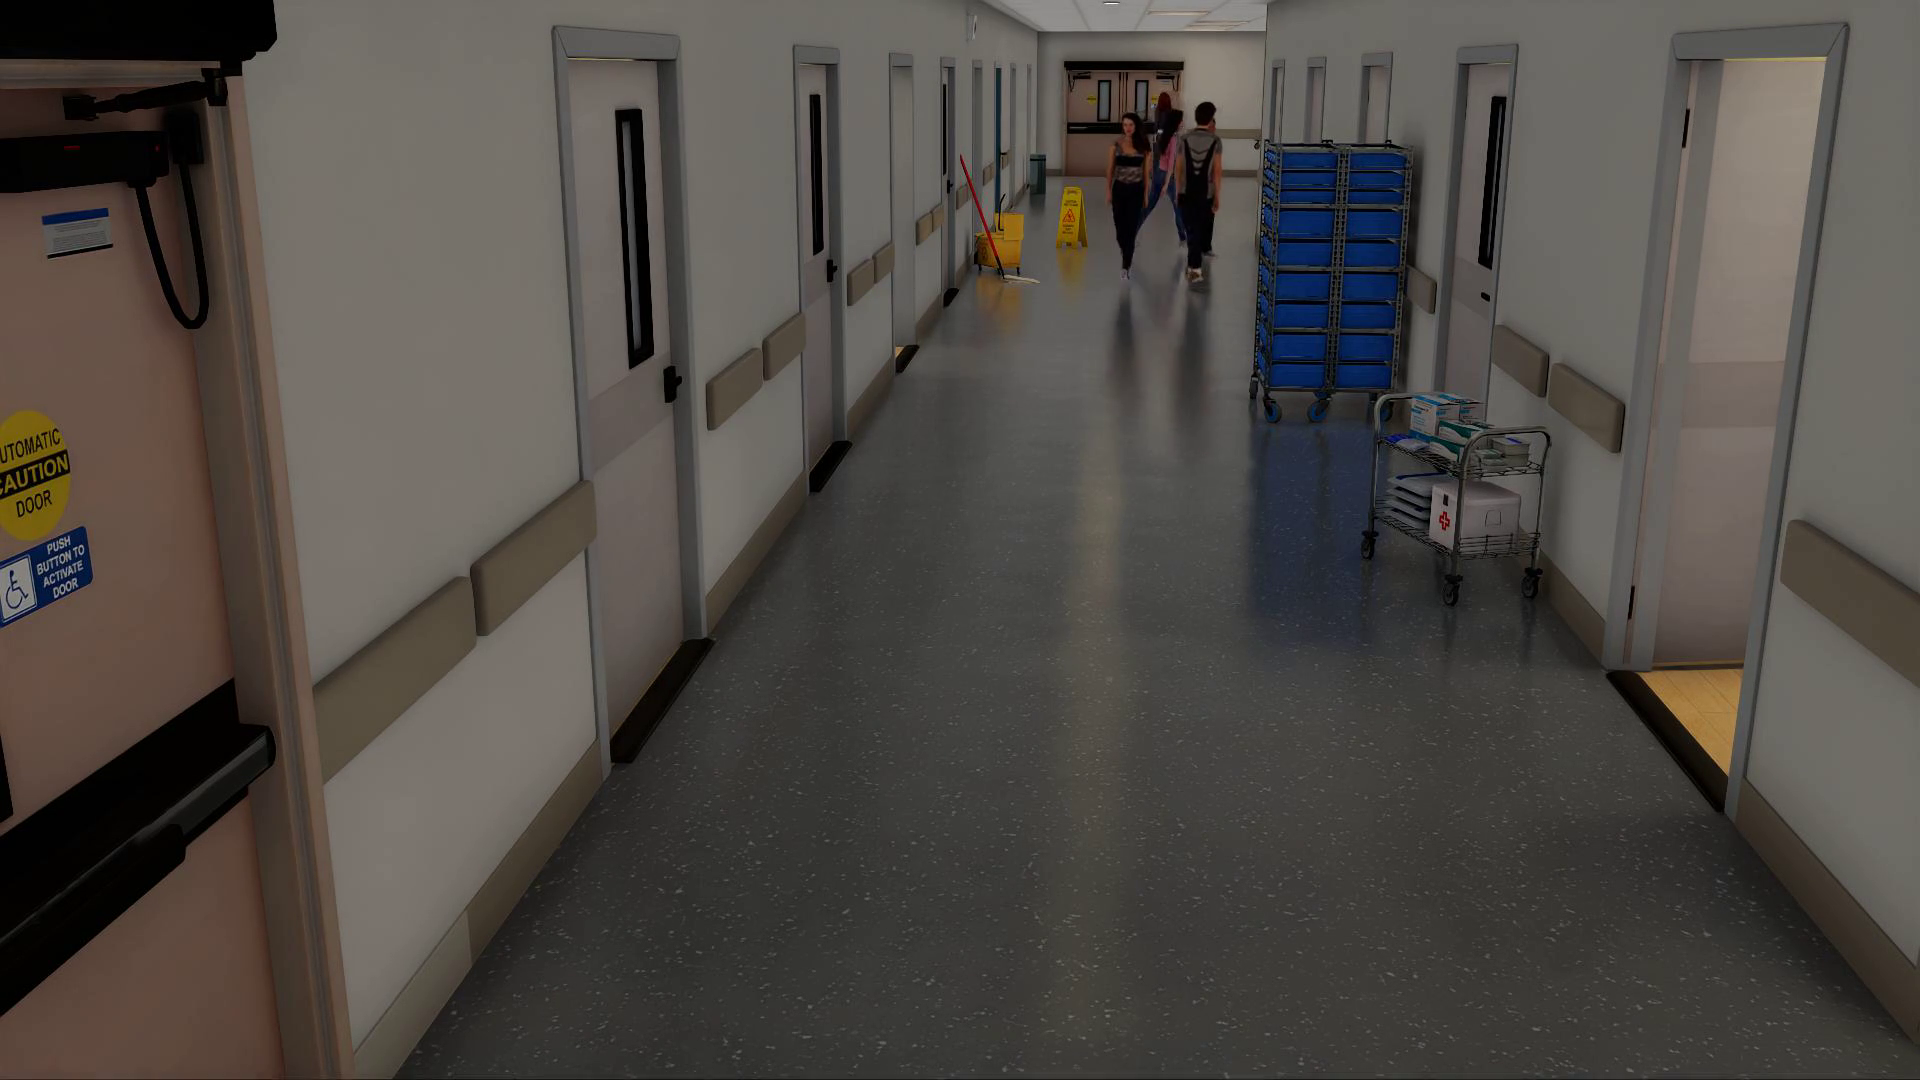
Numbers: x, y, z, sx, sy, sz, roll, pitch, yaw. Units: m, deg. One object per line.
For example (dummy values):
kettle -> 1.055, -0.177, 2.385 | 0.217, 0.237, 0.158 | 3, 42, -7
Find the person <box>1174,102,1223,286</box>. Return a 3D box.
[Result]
person -> 2.430, -3.509, 17.099 | 0.721, 1.834, 1.245 | 0, 16, -1

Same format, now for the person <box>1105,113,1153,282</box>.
person -> 1.797, -3.644, 17.765 | 0.684, 1.733, 1.173 | 3, 16, 12

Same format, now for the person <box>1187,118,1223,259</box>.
person -> 2.934, -4.244, 19.978 | 0.758, 1.688, 0.811 | -12, 20, -36

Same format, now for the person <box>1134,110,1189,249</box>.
person -> 2.481, -4.434, 20.650 | 1.032, 1.688, 1.207 | -6, 17, -21

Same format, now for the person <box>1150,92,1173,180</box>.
person -> 4.146, -8.117, 33.612 | 0.913, 1.743, 1.234 | -5, 16, -16
